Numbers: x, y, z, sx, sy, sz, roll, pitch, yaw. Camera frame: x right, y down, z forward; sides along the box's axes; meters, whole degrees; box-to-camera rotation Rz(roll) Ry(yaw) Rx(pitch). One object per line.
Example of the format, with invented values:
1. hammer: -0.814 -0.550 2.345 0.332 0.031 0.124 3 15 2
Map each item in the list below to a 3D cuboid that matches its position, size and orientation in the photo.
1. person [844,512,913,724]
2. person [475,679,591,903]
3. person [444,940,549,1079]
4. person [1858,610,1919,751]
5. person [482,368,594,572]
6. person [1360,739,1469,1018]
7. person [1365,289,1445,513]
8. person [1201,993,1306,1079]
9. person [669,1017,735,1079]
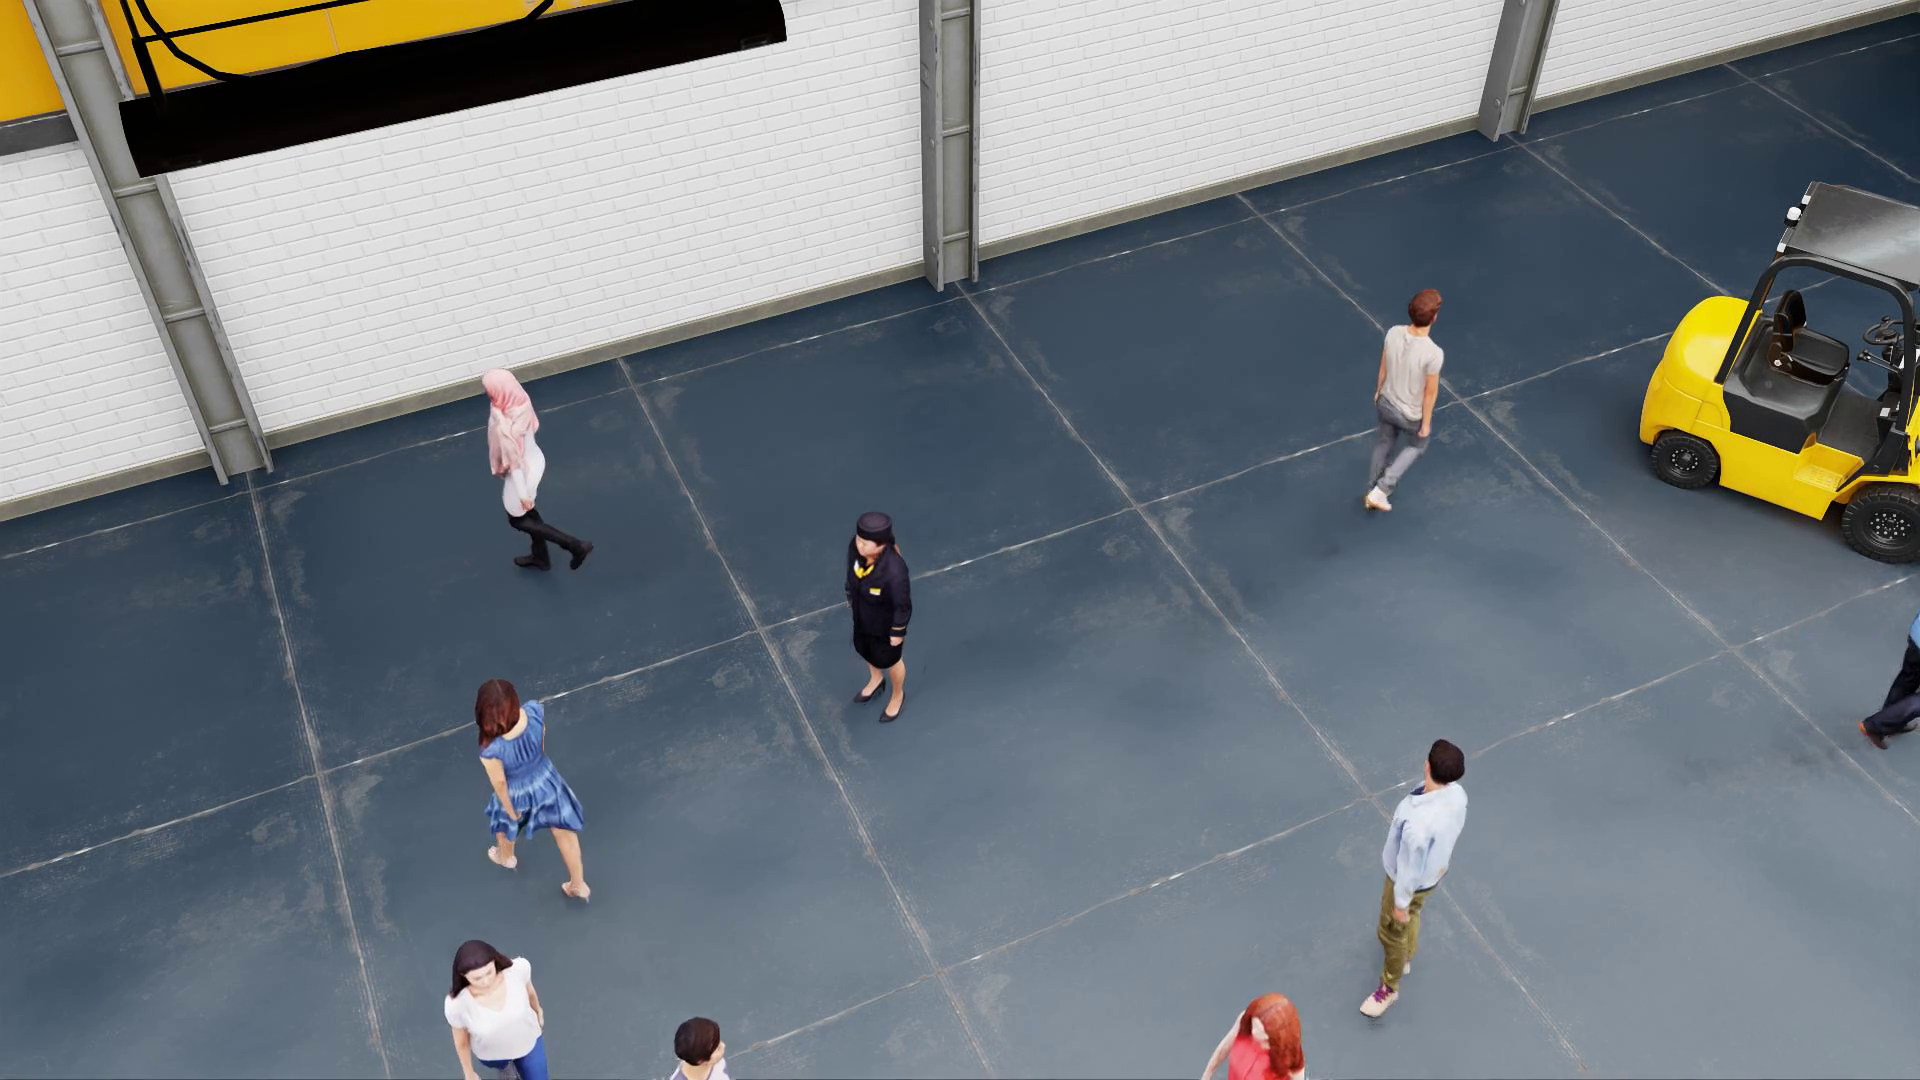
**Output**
1. person: -0.500 0.483 10.510 0.737 1.671 0.773 -32 52 -29
2. person: -2.366 1.481 9.388 0.956 1.772 1.019 30 51 28
3. person: -2.335 2.488 8.427 1.102 1.641 0.779 -24 48 -23
4. person: 5.981 0.642 10.245 0.854 1.805 0.788 -7 44 -7
5. person: -2.893 -0.431 11.383 0.986 1.789 0.871 5 44 5
6. person: 2.466 1.858 8.982 0.986 1.786 0.779 20 47 20
7. person: 3.094 -0.911 11.819 0.804 1.882 0.778 -30 51 -28
8. person: 1.506 2.696 8.109 1.170 1.777 0.703 -23 48 -22
9. person: -1.350 2.816 8.163 1.009 1.529 0.908 11 45 11
